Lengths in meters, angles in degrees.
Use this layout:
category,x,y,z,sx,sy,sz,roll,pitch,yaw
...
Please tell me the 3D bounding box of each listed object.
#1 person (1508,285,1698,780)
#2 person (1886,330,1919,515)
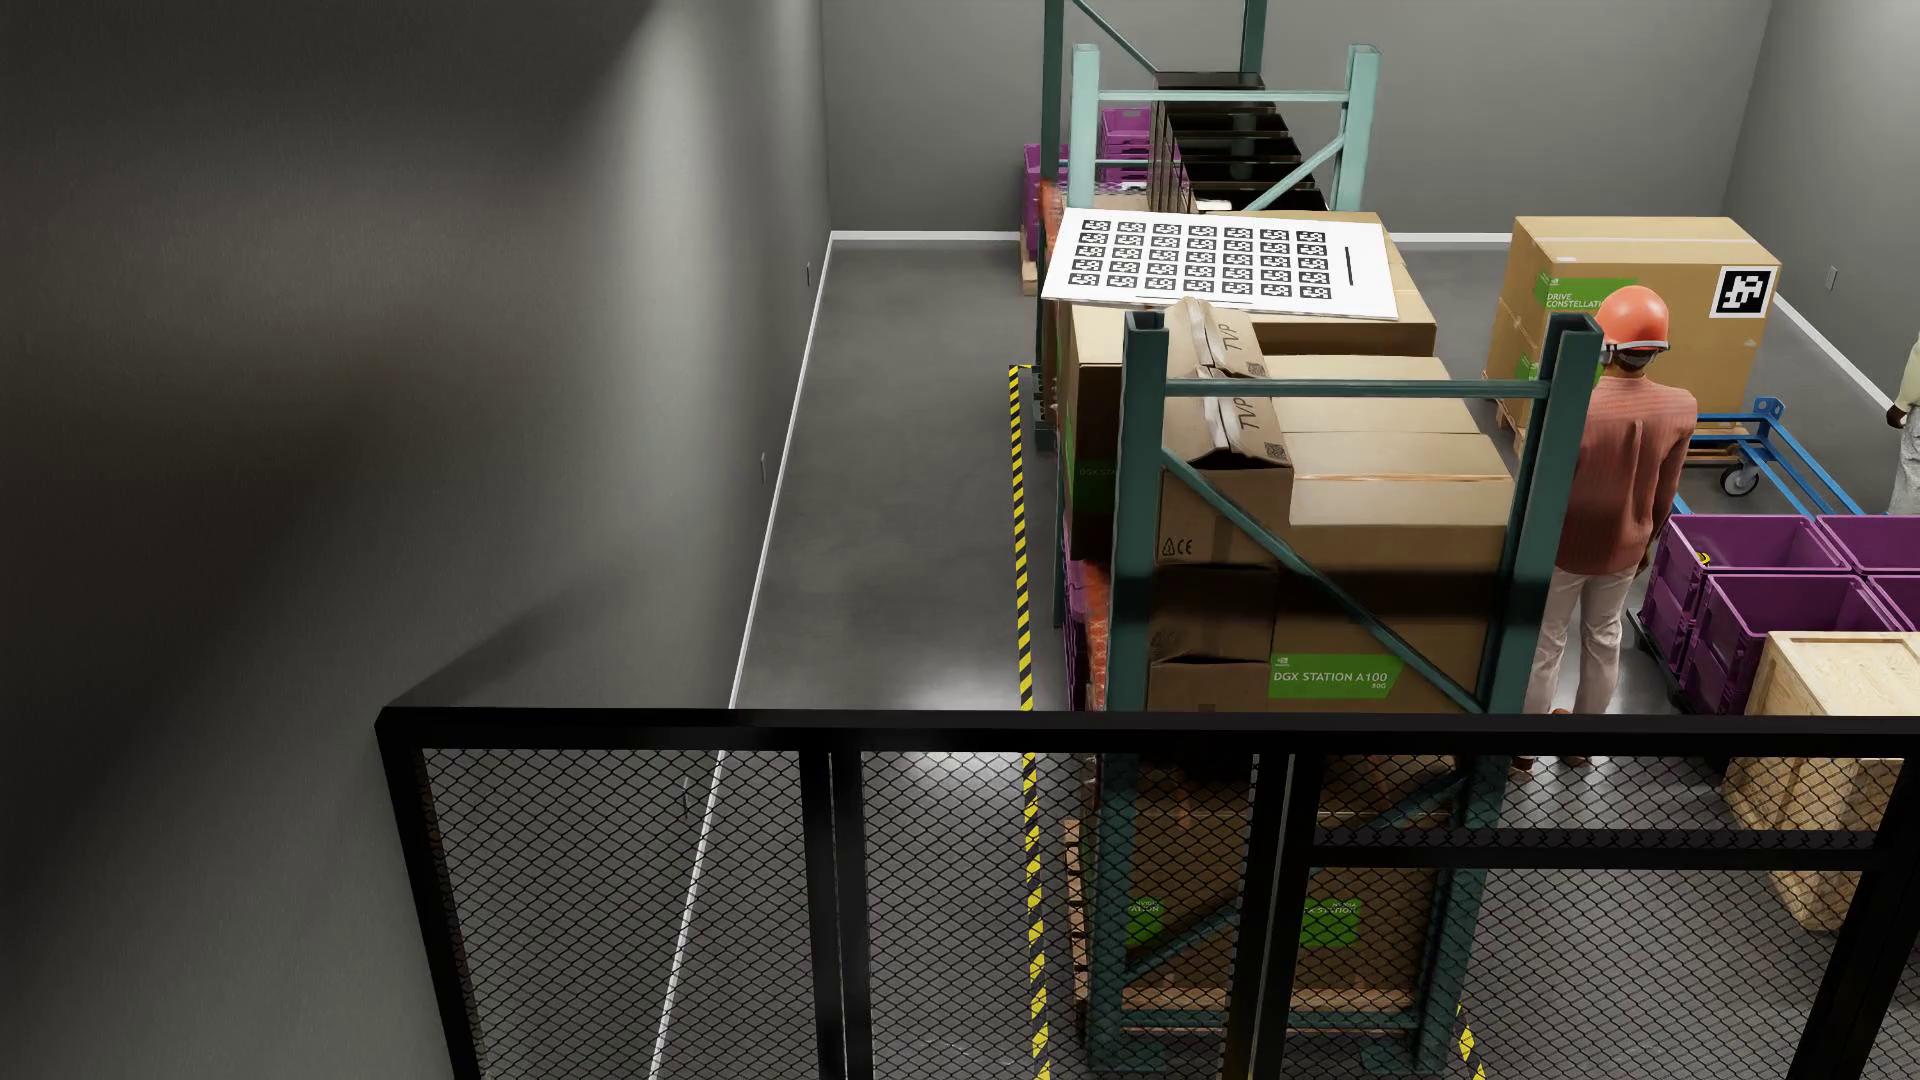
category,x,y,z,sx,sy,sz,roll,pitch,yaw
person,2.309,0.009,6.147,0.612,1.995,0.382,-7,32,-12
person,4.453,-0.643,7.394,0.600,1.820,0.404,2,31,3
